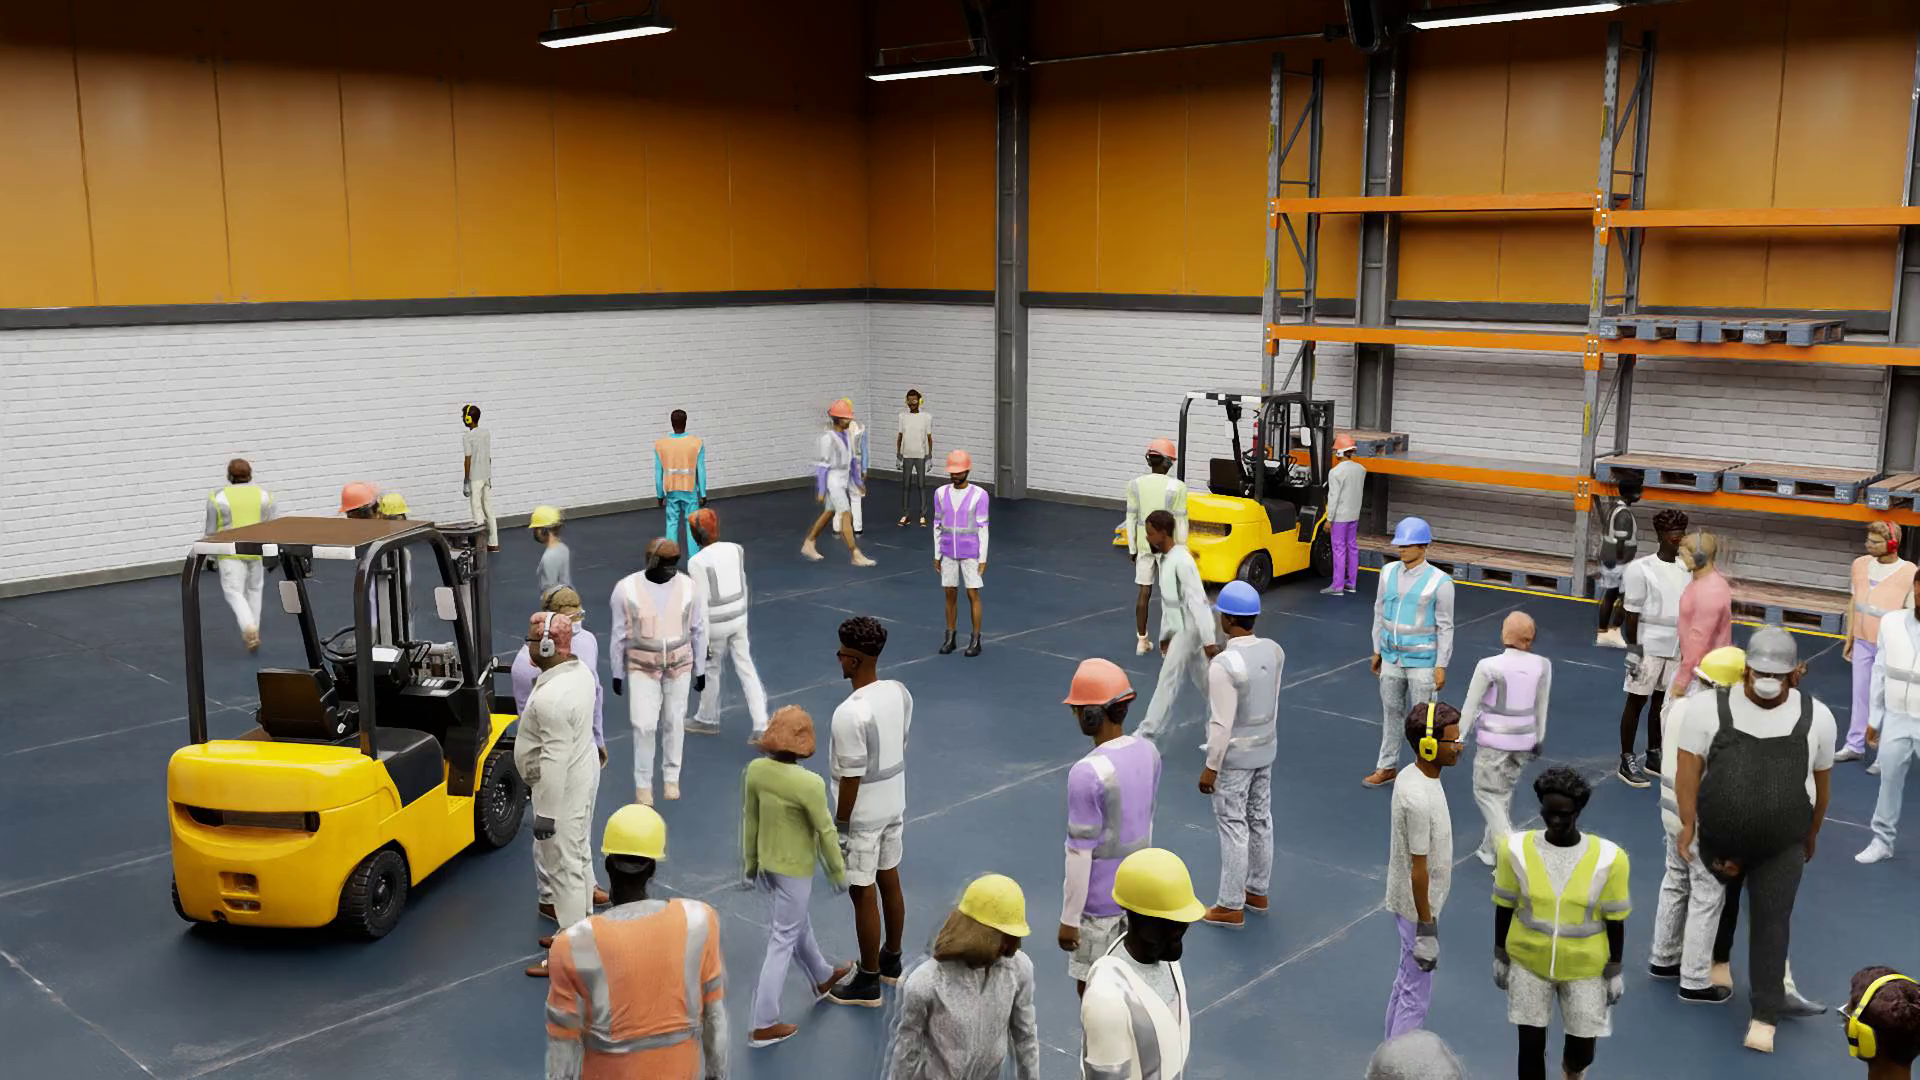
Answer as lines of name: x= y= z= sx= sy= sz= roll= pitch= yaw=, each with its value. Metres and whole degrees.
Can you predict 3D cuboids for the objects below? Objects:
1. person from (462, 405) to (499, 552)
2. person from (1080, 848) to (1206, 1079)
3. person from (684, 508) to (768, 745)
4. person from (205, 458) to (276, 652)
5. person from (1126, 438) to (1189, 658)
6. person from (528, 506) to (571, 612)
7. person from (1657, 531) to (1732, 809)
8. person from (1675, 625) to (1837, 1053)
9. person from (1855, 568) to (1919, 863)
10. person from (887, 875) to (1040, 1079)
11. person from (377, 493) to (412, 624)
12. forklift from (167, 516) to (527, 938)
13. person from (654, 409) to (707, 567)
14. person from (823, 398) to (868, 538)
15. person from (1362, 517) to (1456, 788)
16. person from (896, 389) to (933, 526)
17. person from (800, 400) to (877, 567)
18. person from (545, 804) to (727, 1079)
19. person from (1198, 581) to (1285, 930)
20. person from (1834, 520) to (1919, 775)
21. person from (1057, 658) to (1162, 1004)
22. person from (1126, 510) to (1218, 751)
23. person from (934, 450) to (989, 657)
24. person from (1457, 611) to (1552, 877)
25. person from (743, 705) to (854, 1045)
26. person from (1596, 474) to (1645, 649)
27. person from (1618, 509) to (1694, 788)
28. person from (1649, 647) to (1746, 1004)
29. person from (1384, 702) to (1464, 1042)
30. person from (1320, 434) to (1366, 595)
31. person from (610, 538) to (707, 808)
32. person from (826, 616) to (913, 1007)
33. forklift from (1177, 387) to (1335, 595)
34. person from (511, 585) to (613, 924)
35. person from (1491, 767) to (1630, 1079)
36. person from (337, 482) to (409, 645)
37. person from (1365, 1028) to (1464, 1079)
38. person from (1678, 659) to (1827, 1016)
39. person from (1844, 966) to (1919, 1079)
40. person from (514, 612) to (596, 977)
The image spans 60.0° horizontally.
person: x=-5.936 y=-0.733 z=20.453 sx=0.328 sy=1.861 sz=0.508 roll=3 pitch=10 yaw=18
person: x=0.577 y=1.894 z=5.285 sx=0.382 sy=1.924 sz=0.594 roll=4 pitch=11 yaw=23
person: x=-1.784 y=0.658 z=12.629 sx=0.965 sy=1.829 sz=0.661 roll=8 pitch=13 yaw=39
person: x=-6.709 y=0.139 z=15.597 sx=0.621 sy=1.823 sz=0.814 roll=-8 pitch=13 yaw=-39
person: x=1.837 y=0.073 z=15.354 sx=0.605 sy=2.034 sz=0.390 roll=6 pitch=12 yaw=30
person: x=-3.217 y=0.606 z=13.153 sx=0.396 sy=1.740 sz=0.559 roll=0 pitch=10 yaw=0
person: x=4.904 y=0.887 z=11.050 sx=0.445 sy=1.922 sz=0.624 roll=3 pitch=10 yaw=16
person: x=3.854 y=1.339 z=8.121 sx=0.692 sy=2.000 sz=1.003 roll=5 pitch=11 yaw=26
person: x=5.775 y=1.075 z=9.995 sx=0.399 sy=1.916 sz=0.597 roll=-8 pitch=13 yaw=-37
person: x=0.034 y=1.937 z=5.671 sx=0.499 sy=1.695 sz=0.799 roll=-7 pitch=12 yaw=-34
person: x=-4.647 y=0.494 z=13.715 sx=0.315 sy=1.769 sz=0.525 roll=-8 pitch=13 yaw=-38
forklift: x=-3.583 y=0.976 z=9.748 sx=1.214 sy=2.155 sz=2.313 roll=2 pitch=10 yaw=11
person: x=-3.239 y=-0.558 z=19.303 sx=0.587 sy=1.911 sz=0.397 roll=0 pitch=10 yaw=0
person: x=-1.494 y=-0.939 z=21.680 sx=0.596 sy=1.831 sz=0.403 roll=-1 pitch=10 yaw=-4
person: x=3.093 y=0.801 z=11.445 sx=0.397 sy=1.949 sz=0.603 roll=-8 pitch=13 yaw=-38
person: x=-0.621 y=-1.115 z=22.580 sx=0.514 sy=1.872 sz=0.328 roll=2 pitch=10 yaw=9
person: x=-1.503 y=-0.682 z=19.809 sx=1.073 sy=1.989 sz=0.608 roll=4 pitch=11 yaw=20
person: x=-1.088 y=1.848 z=5.619 sx=0.662 sy=1.901 sz=0.535 roll=-5 pitch=11 yaw=-27
person: x=1.550 y=1.187 z=9.248 sx=0.391 sy=1.949 sz=0.602 roll=9 pitch=14 yaw=43
person: x=6.635 y=0.764 z=11.969 sx=0.391 sy=1.838 sz=0.564 roll=-4 pitch=11 yaw=-20
person: x=0.613 y=1.512 z=7.187 sx=0.410 sy=2.030 sz=0.611 roll=7 pitch=12 yaw=36
person: x=1.633 y=0.696 z=12.364 sx=1.031 sy=1.835 sz=0.628 roll=0 pitch=10 yaw=0
person: x=-0.002 y=0.120 z=15.387 sx=0.544 sy=1.930 sz=0.388 roll=4 pitch=11 yaw=23
person: x=3.277 y=1.231 z=9.986 sx=0.570 sy=1.611 sz=0.553 roll=-3 pitch=10 yaw=-18
person: x=-0.742 y=1.572 z=8.045 sx=0.514 sy=1.602 sz=0.806 roll=10 pitch=14 yaw=44
person: x=6.224 y=0.205 z=15.598 sx=0.443 sy=1.669 sz=0.552 roll=3 pitch=10 yaw=17
person: x=4.914 y=0.748 z=11.695 sx=0.600 sy=1.967 sz=0.369 roll=-4 pitch=11 yaw=-23
person: x=3.720 y=1.420 z=8.310 sx=0.403 sy=1.817 sz=0.601 roll=-2 pitch=10 yaw=-10
person: x=1.992 y=1.599 z=7.126 sx=0.328 sy=1.872 sz=0.512 roll=2 pitch=10 yaw=11
person: x=4.168 y=-0.276 z=18.135 sx=0.559 sy=1.751 sz=0.326 roll=-9 pitch=13 yaw=-40
person: x=-2.013 y=0.903 z=11.244 sx=0.654 sy=1.812 sz=0.614 roll=-4 pitch=11 yaw=-21
person: x=-0.468 y=1.344 z=8.304 sx=0.367 sy=1.966 sz=0.604 roll=5 pitch=11 yaw=26
forklift: x=3.298 y=-0.608 z=18.767 sx=1.214 sy=2.155 sz=2.313 roll=9 pitch=13 yaw=42
person: x=-2.219 y=1.189 z=9.311 sx=0.383 sy=1.928 sz=0.634 roll=5 pitch=11 yaw=26
person: x=2.472 y=1.732 z=6.895 sx=0.543 sy=1.677 sz=0.483 roll=5 pitch=11 yaw=25
person: x=-4.478 y=0.548 z=12.708 sx=0.687 sy=2.001 sz=0.662 roll=1 pitch=10 yaw=4
person: x=0.941 y=2.088 z=3.858 sx=0.794 sy=2.000 sz=0.714 roll=-3 pitch=10 yaw=-15
person: x=3.949 y=1.434 z=8.302 sx=0.608 sy=1.781 sz=0.949 roll=-3 pitch=10 yaw=-16
person: x=2.460 y=2.064 z=4.517 sx=0.511 sy=1.862 sz=0.324 roll=-2 pitch=10 yaw=-9
person: x=-2.107 y=1.310 z=8.670 sx=0.407 sy=1.908 sz=0.641 roll=0 pitch=10 yaw=-2
